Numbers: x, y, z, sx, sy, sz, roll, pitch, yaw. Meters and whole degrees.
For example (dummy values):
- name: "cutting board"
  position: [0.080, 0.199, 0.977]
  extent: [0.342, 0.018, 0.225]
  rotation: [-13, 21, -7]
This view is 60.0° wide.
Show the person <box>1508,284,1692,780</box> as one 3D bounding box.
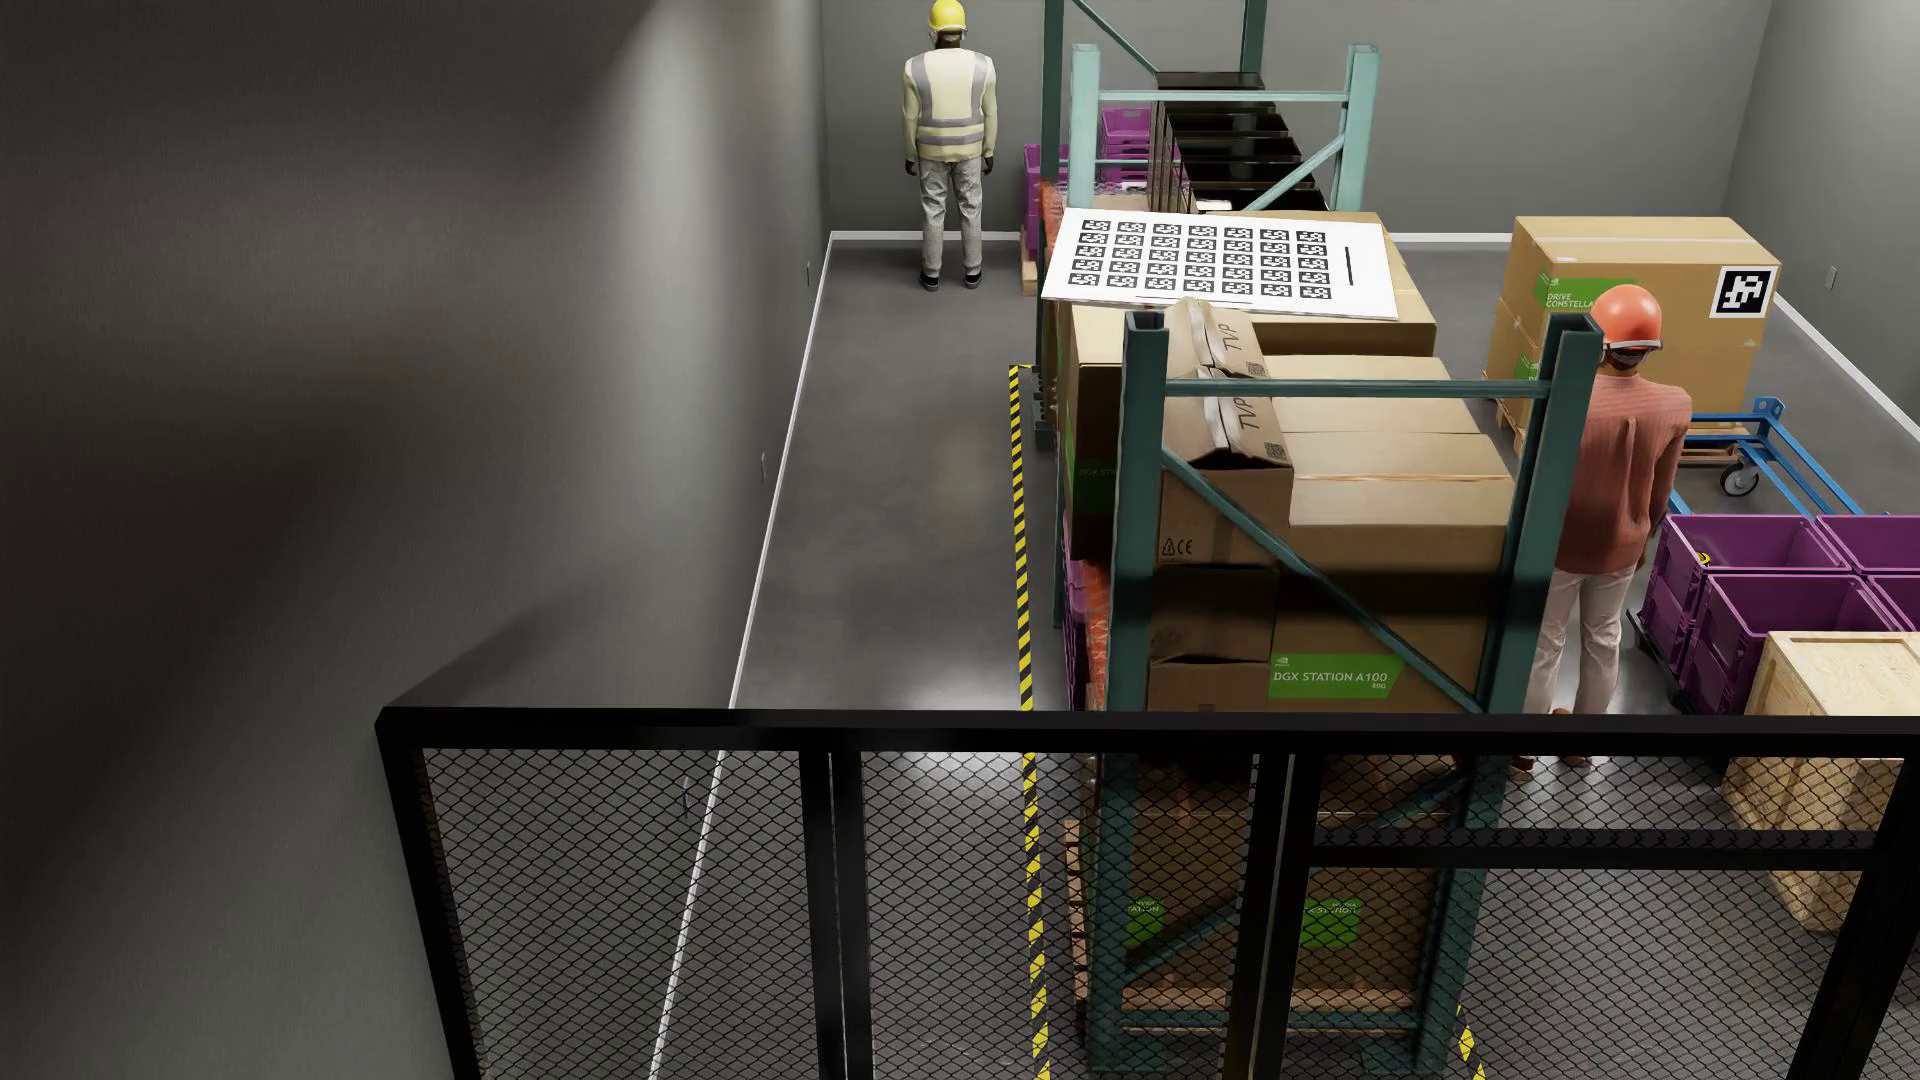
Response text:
- name: "person"
  position: [2.296, 0.005, 6.152]
  extent: [0.609, 1.996, 0.383]
  rotation: [-7, 32, -11]

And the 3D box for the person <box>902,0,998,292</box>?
- name: "person"
  position: [-0.065, -2.453, 10.393]
  extent: [0.593, 1.831, 0.404]
  rotation: [-3, 31, -6]
